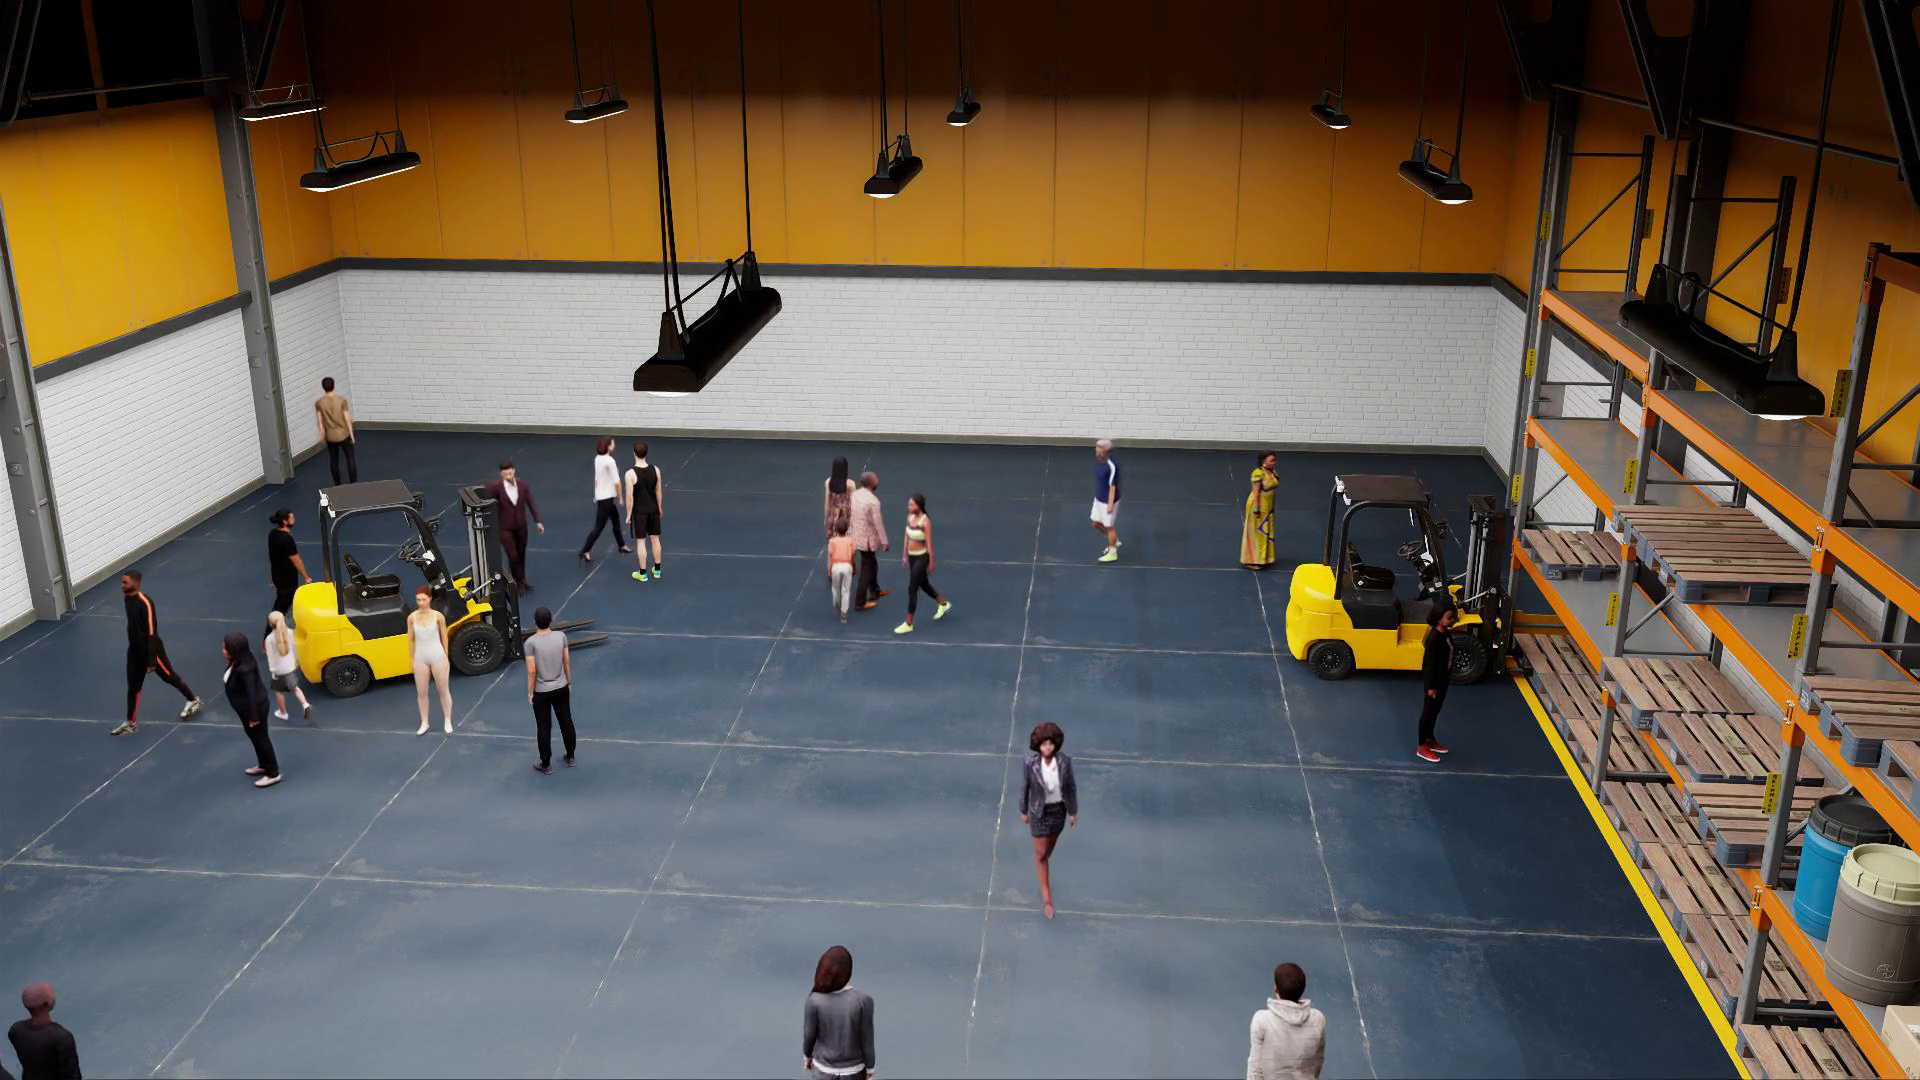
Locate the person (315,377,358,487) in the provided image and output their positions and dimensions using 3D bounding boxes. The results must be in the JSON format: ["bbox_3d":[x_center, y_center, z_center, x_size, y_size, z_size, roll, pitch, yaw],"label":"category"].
[{"bbox_3d":[-9.656,-1.602,25.723,0.731,1.848,0.664,0,19,-1],"label":"person"}]

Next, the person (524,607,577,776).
[{"bbox_3d":[-4.119,1.486,16.700,0.698,1.755,0.751,-14,23,-36],"label":"person"}]

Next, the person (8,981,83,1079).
[{"bbox_3d":[-5.746,3.625,10.417,0.706,1.712,1.150,4,19,11],"label":"person"}]

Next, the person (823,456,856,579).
[{"bbox_3d":[-1.584,-0.210,21.720,0.710,1.765,0.835,5,19,14],"label":"person"}]

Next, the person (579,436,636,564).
[{"bbox_3d":[-4.896,-0.502,22.613,1.106,1.749,1.083,-14,23,-36],"label":"person"}]

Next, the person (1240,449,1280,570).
[{"bbox_3d":[4.094,-0.443,22.583,1.068,1.656,0.954,14,23,36],"label":"person"}]

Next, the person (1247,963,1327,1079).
[{"bbox_3d":[2.058,3.574,10.425,0.861,1.804,1.247,-3,19,-7],"label":"person"}]

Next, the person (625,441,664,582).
[{"bbox_3d":[-4.182,-0.390,22.057,0.764,1.892,0.810,-13,23,-34],"label":"person"}]

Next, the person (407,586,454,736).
[{"bbox_3d":[-5.588,1.259,17.549,0.597,1.644,0.541,-3,19,-8],"label":"person"}]

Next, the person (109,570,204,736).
[{"bbox_3d":[-8.539,1.156,17.677,1.042,1.757,1.315,11,22,31],"label":"person"}]

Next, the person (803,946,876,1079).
[{"bbox_3d":[-0.779,3.491,10.794,0.737,1.725,1.159,-1,19,-3],"label":"person"}]

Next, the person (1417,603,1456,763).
[{"bbox_3d":[4.864,1.430,17.004,0.744,1.667,0.640,13,22,33],"label":"person"}]

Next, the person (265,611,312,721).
[{"bbox_3d":[-7.219,1.363,17.835,0.790,1.264,0.783,14,23,35],"label":"person"}]

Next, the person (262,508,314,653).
[{"bbox_3d":[-8.047,0.520,19.644,1.192,1.707,1.141,-16,24,-39],"label":"person"}]

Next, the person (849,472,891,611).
[{"bbox_3d":[-1.245,0.033,20.976,1.068,1.780,1.014,-14,23,-36],"label":"person"}]

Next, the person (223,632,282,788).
[{"bbox_3d":[-6.998,1.649,16.444,0.834,1.610,0.766,-14,23,-35],"label":"person"}]

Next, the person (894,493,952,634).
[{"bbox_3d":[-0.423,0.256,20.418,1.146,1.713,1.106,-14,23,-36],"label":"person"}]

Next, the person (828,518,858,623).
[{"bbox_3d":[-1.469,0.393,20.676,0.607,1.288,0.861,-2,19,-6],"label":"person"}]

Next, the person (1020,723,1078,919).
[{"bbox_3d":[0.749,2.340,14.330,0.818,1.650,1.101,-4,19,-12],"label":"person"}]

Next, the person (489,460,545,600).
[{"bbox_3d":[-5.828,-0.185,21.553,1.094,1.825,1.157,-15,24,-38],"label":"person"}]

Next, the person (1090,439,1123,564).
[{"bbox_3d":[2.037,-0.548,22.681,0.948,1.793,0.908,-5,19,-15],"label":"person"}]
